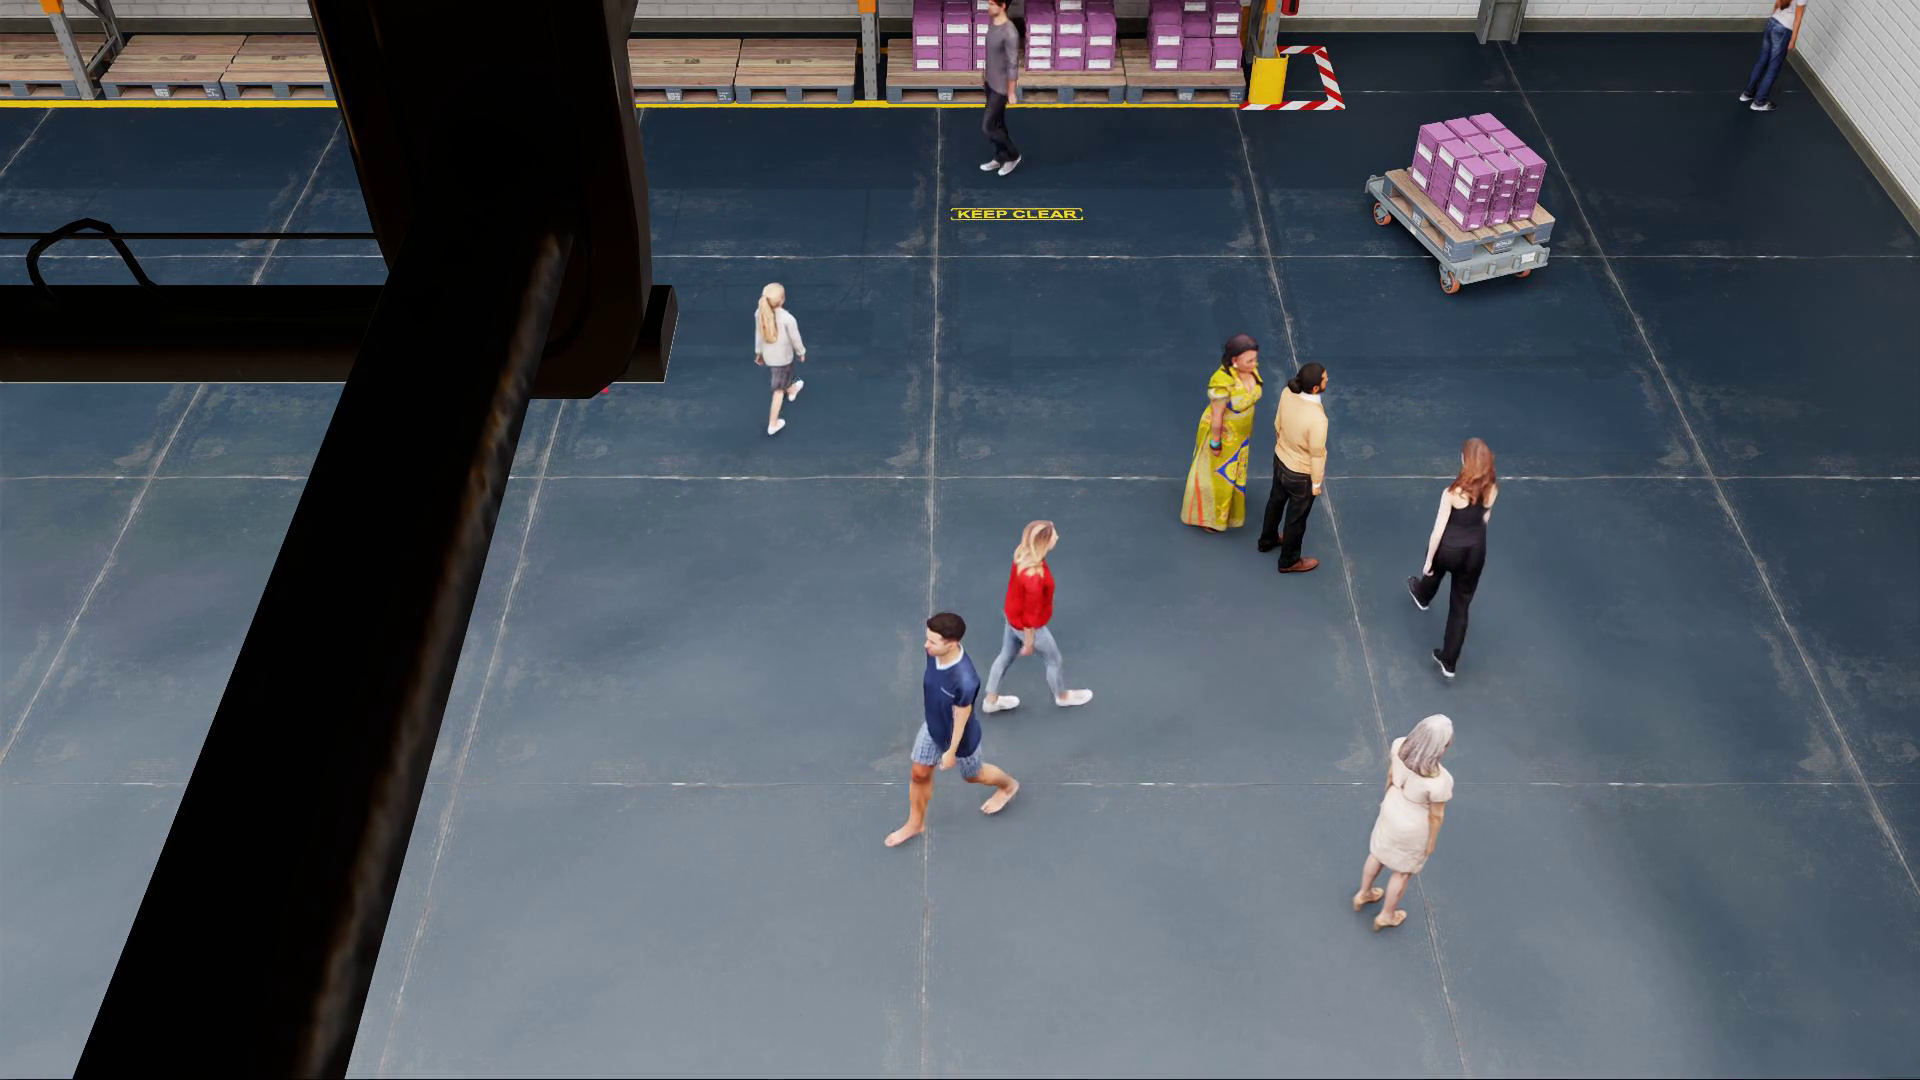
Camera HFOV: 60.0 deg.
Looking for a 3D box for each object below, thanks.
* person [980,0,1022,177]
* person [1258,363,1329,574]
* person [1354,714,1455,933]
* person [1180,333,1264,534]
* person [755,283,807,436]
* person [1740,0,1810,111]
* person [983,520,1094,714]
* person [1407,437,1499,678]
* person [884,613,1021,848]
[{"bbox_3d":[0.446,-4.250,15.393,0.744,1.840,0.756,-12,45,-13],"label":"person"},{"bbox_3d":[2.335,-0.512,11.531,0.746,1.755,0.748,-18,47,-18],"label":"person"},{"bbox_3d":[2.501,1.600,9.329,0.691,1.734,0.677,-20,47,-20],"label":"person"},{"bbox_3d":[1.911,-0.797,11.900,1.023,1.659,0.999,27,50,25],"label":"person"},{"bbox_3d":[-1.428,-1.387,12.820,0.897,1.243,0.821,19,47,19],"label":"person"},{"bbox_3d":[8.111,-5.032,16.415,0.566,1.562,0.579,-8,44,-9],"label":"person"},{"bbox_3d":[0.338,0.530,10.497,1.027,1.672,0.780,-11,45,-11],"label":"person"},{"bbox_3d":[3.288,0.158,10.876,1.098,1.688,0.736,-5,44,-5],"label":"person"},{"bbox_3d":[0.026,1.091,9.801,1.211,1.820,1.045,-26,50,-25],"label":"person"}]
